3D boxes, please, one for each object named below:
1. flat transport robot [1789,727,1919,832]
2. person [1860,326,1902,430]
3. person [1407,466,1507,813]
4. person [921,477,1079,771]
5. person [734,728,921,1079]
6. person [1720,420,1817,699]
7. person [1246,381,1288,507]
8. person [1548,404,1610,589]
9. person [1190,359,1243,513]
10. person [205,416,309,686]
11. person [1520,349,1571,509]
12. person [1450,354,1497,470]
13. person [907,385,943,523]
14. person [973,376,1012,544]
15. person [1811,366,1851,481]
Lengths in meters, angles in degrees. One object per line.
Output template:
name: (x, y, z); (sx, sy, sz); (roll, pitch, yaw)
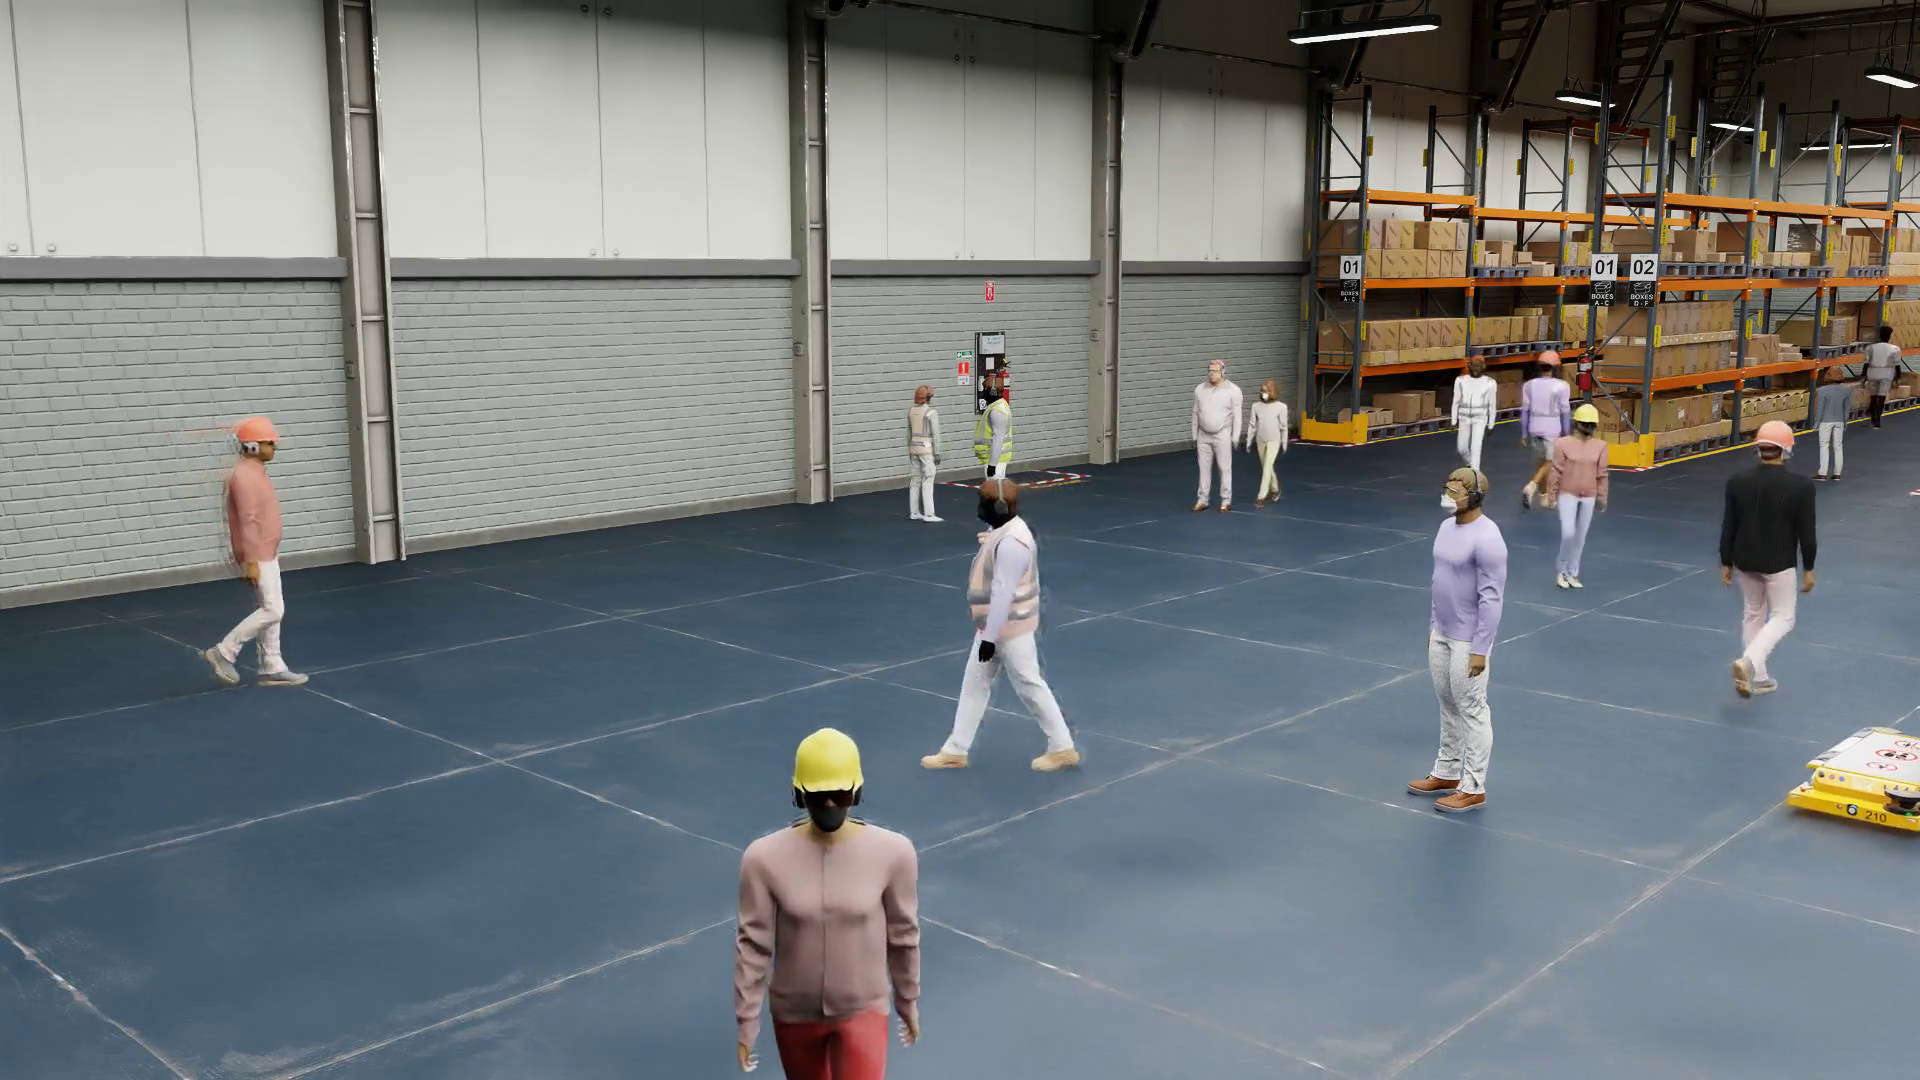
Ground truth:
flat transport robot: (5.351, 1.344, 9.542); (0.652, 0.197, 1.431); (9, 13, 44)
person: (17.372, -3.054, 31.319); (0.624, 1.918, 0.957); (8, 12, 41)
person: (2.805, 0.548, 9.326); (0.372, 1.940, 0.630); (-2, 9, -11)
person: (0.281, 0.521, 9.955); (0.950, 1.799, 0.635); (-1, 9, -8)
person: (-0.389, 1.376, 4.934); (0.543, 1.725, 0.918); (0, 9, -1)
person: (5.612, 0.153, 11.616); (0.744, 1.977, 0.627); (-7, 12, -38)
person: (3.956, -1.249, 21.325); (0.514, 1.595, 0.842); (7, 12, 36)
person: (5.829, -0.400, 15.626); (0.538, 1.750, 0.500); (0, 9, -2)
person: (3.148, -1.284, 20.588); (0.651, 1.906, 0.404); (6, 11, 31)
person: (-5.060, 0.104, 11.904); (0.558, 1.980, 0.636); (-2, 9, -11)
person: (7.268, -1.365, 20.751); (0.852, 2.024, 0.616); (-8, 12, -39)
person: (7.062, -1.633, 22.836); (0.587, 1.863, 0.656); (6, 11, 31)
person: (-0.430, -1.026, 19.838); (0.310, 1.636, 0.523); (-9, 13, -43)
person: (0.361, -0.881, 18.332); (0.429, 1.844, 0.627); (0, 9, 1)
person: (12.401, -1.655, 23.679); (0.508, 1.632, 0.265); (-1, 9, -6)
